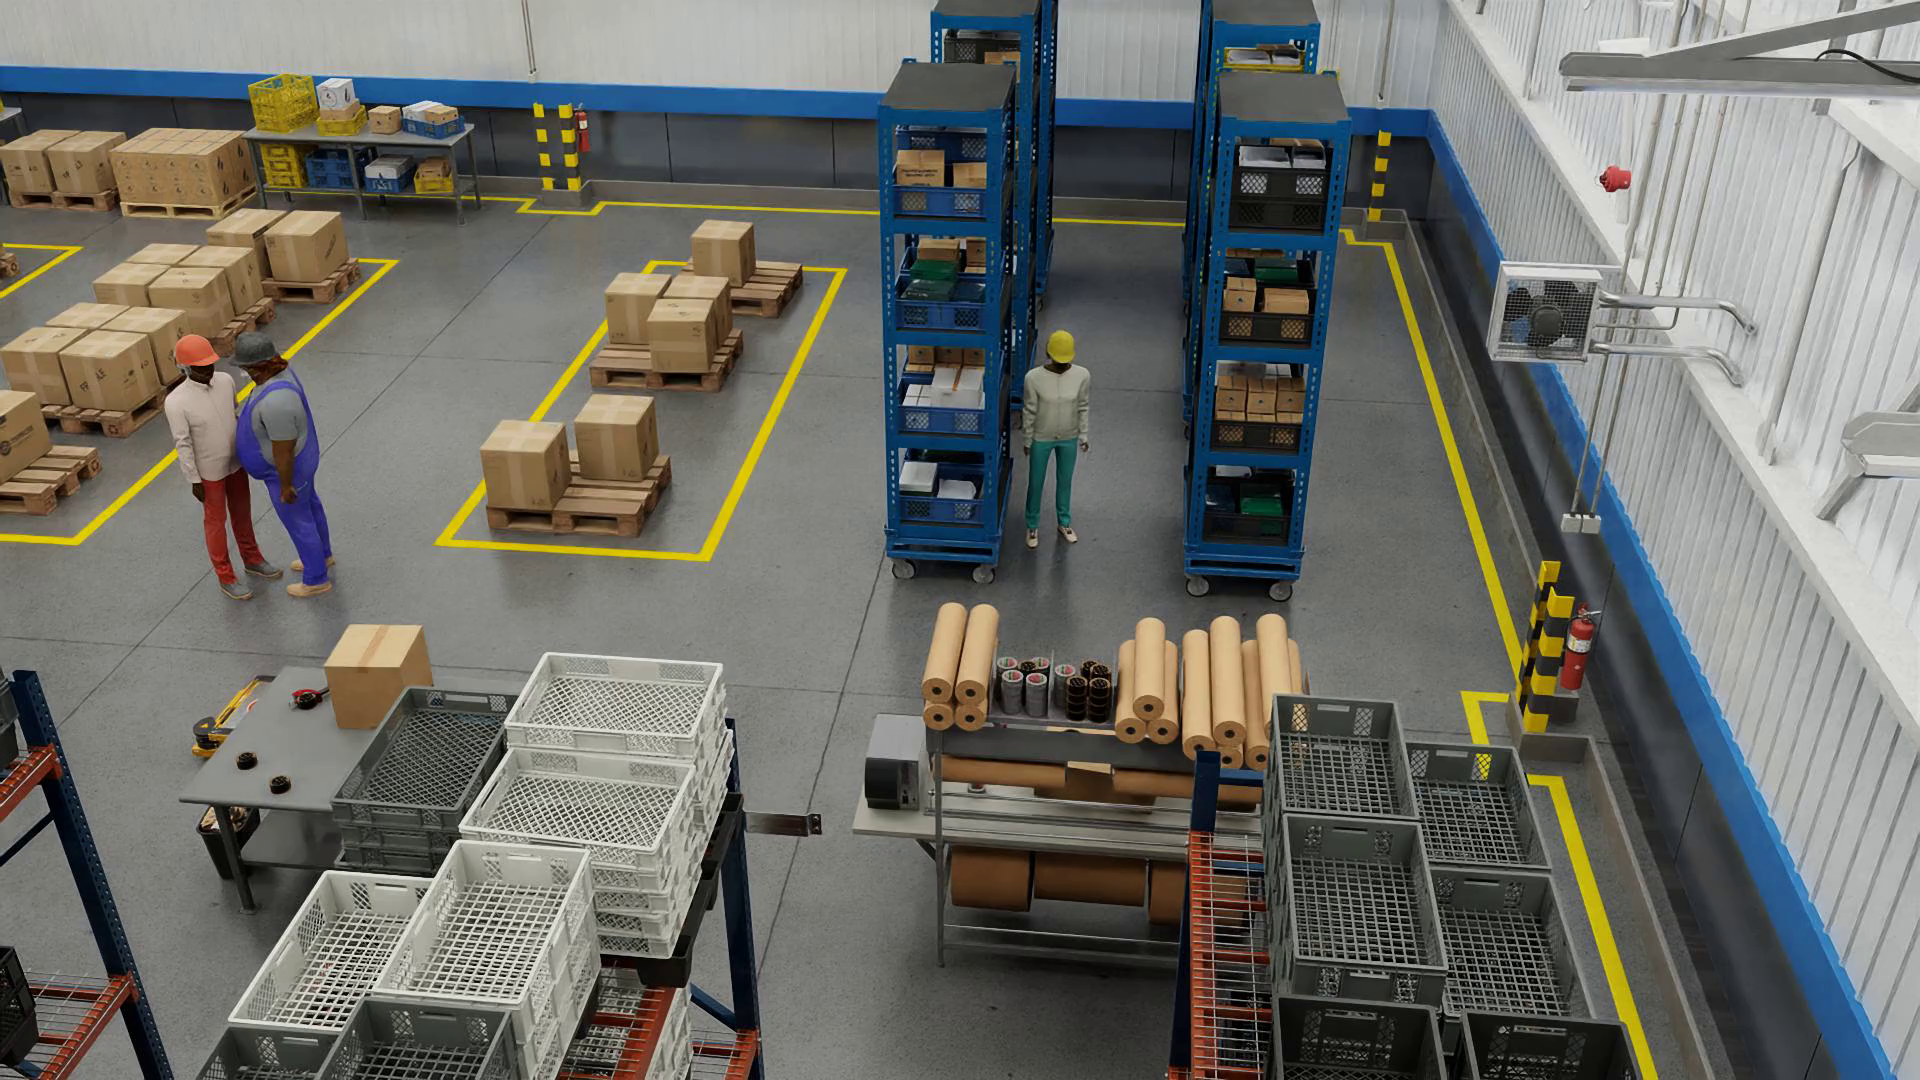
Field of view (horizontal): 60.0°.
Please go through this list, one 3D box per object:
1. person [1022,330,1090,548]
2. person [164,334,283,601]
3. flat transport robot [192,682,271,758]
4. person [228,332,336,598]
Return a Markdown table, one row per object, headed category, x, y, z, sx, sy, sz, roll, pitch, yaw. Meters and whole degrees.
| category | x | y | z | sx | sy | sz | roll | pitch | yaw |
| --- | --- | --- | --- | --- | --- | --- | --- | --- | --- |
| person | 0.719 | -0.763 | 12.503 | 0.524 | 1.760 | 0.325 | -6 | 31 | -11 |
| person | -5.281 | -0.539 | 11.884 | 0.376 | 1.995 | 0.610 | 11 | 32 | 19 |
| flat transport robot | -4.089 | 1.163 | 10.648 | 1.431 | 0.197 | 0.652 | 3 | 30 | 6 |
| person | -4.853 | -0.560 | 11.876 | 0.536 | 2.000 | 0.682 | -7 | 31 | -12 |
